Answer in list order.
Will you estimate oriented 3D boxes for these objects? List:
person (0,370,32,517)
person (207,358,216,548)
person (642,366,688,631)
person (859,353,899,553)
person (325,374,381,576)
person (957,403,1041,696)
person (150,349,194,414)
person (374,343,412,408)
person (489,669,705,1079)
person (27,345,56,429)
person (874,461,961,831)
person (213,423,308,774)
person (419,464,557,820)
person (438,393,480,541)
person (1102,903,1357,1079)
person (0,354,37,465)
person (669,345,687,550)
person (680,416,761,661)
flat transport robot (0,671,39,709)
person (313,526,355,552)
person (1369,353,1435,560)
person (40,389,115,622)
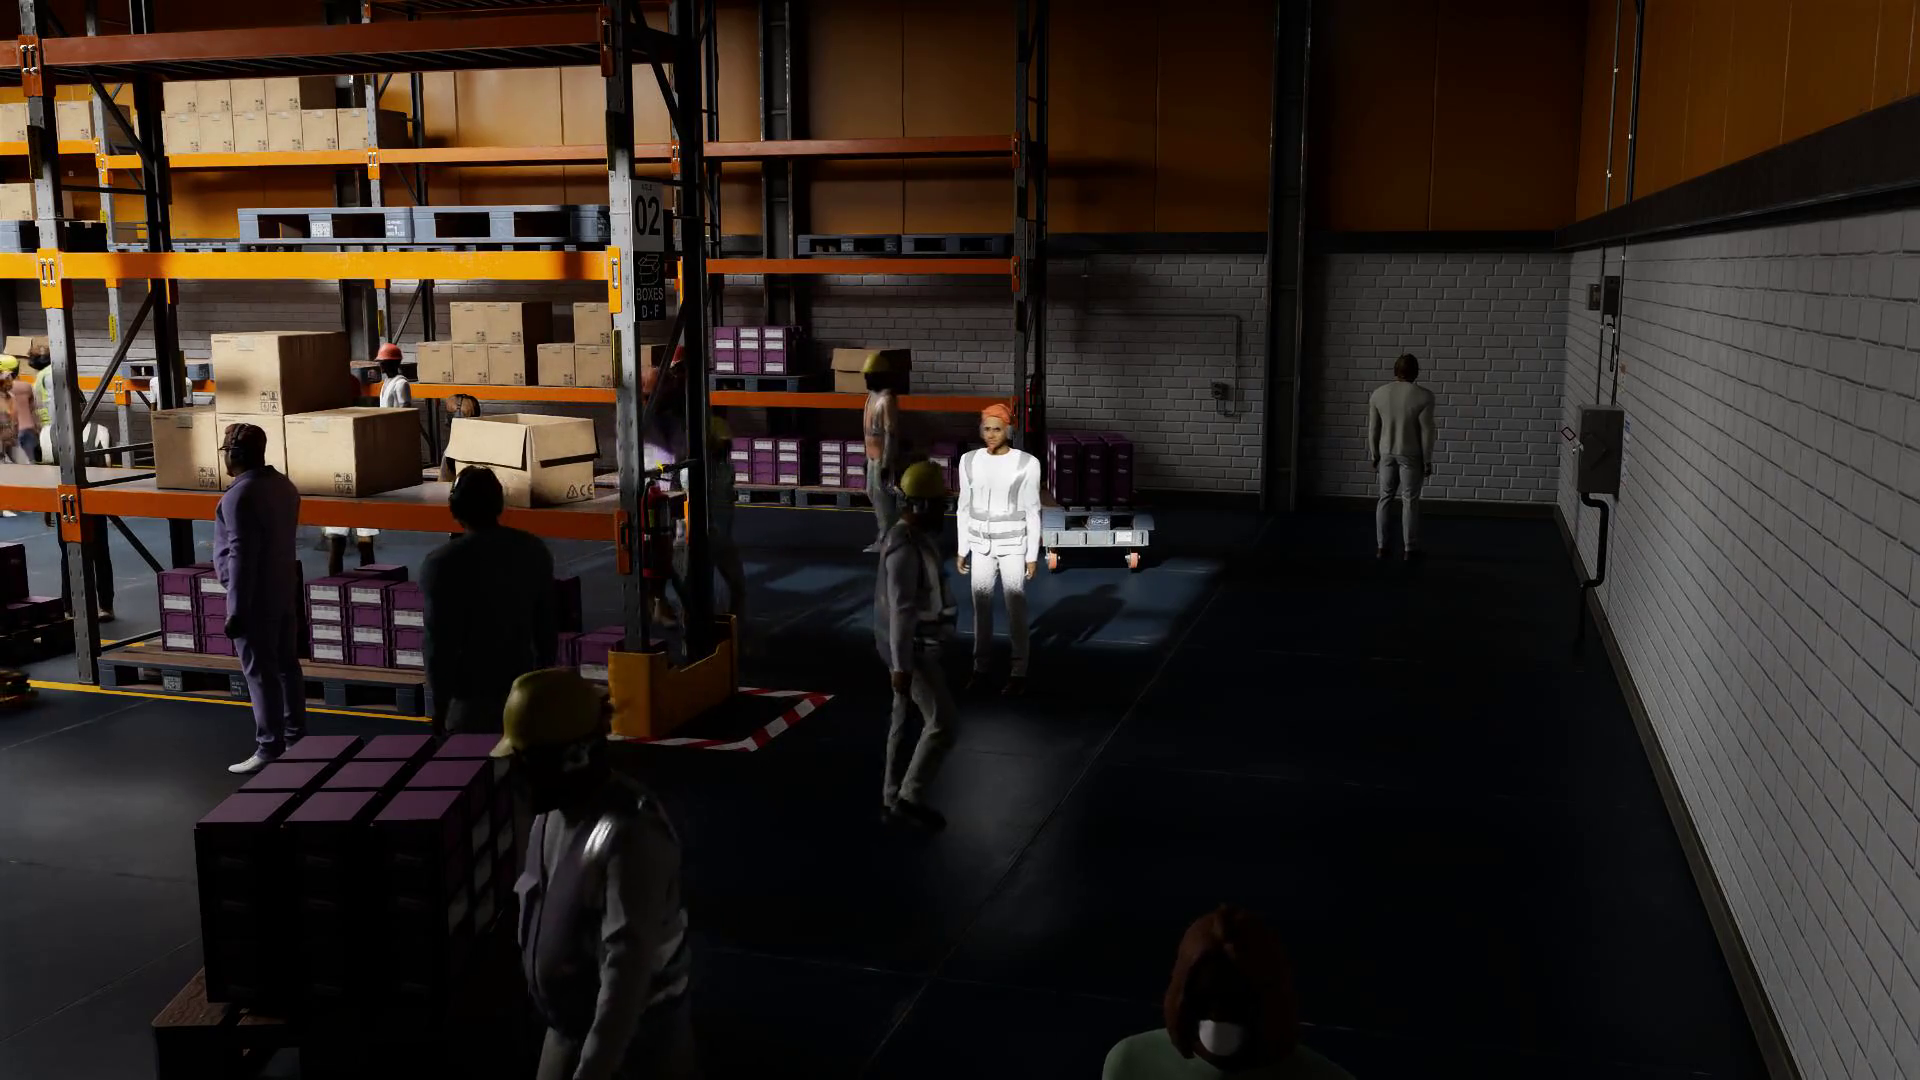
[{"bbox_3d":[-10.432,-1.046,18.197,0.444,1.622,0.528,1,9,5],"label":"person"},{"bbox_3d":[-7.128,-0.941,16.298,0.557,2.000,0.685,-4,10,-21],"label":"person"},{"bbox_3d":[-2.245,-0.304,12.526,0.779,1.998,0.663,6,11,33],"label":"person"},{"bbox_3d":[-0.783,-0.835,16.019,0.373,1.932,0.598,-3,10,-19],"label":"person"},{"bbox_3d":[-4.741,-0.343,12.976,0.552,1.932,0.377,-6,11,-31],"label":"person"},{"bbox_3d":[0.249,0.061,10.689,0.579,1.879,0.348,4,10,25],"label":"person"},{"bbox_3d":[-8.573,-1.164,18.198,0.533,1.864,0.314,1,9,5],"label":"person"},{"bbox_3d":[-6.028,-1.122,17.709,0.356,1.938,0.552,-7,12,-37],"label":"person"},{"bbox_3d":[-0.901,1.192,4.158,0.974,1.765,0.595,-9,13,-44],"label":"person"},{"bbox_3d":[-10.811,-1.399,19.772,0.433,1.828,0.629,-7,12,-38],"label":"person"},{"bbox_3d":[-0.186,0.522,8.057,0.484,1.813,0.616,0,9,3],"label":"person"},{"bbox_3d":[-3.834,0.315,9.056,0.402,1.906,0.652,1,9,3],"label":"person"},{"bbox_3d":[-1.960,0.637,7.065,0.672,1.924,0.632,7,12,38],"label":"person"},{"bbox_3d":[-3.548,-0.133,11.985,0.428,1.844,0.625,0,9,-2],"label":"person"},{"bbox_3d":[0.488,1.442,3.033,0.499,1.628,0.271,4,10,21],"label":"person"},{"bbox_3d":[-10.761,-1.261,19.111,0.501,1.760,0.577,1,9,5],"label":"person"},{"bbox_3d":[-2.695,-0.894,16.159,0.400,1.989,0.623,6,11,33],"label":"person"},{"bbox_3d":[-1.687,0.011,11.491,0.505,1.721,0.702,-9,13,-44],"label":"person"},{"bbox_3d":[-6.547,0.927,10.297,1.431,0.197,0.652,3,10,16],"label":"flat transport robot"},{"bbox_3d":[-6.240,-0.824,16.032,0.543,1.890,0.563,7,12,38],"label":"person"},{"bbox_3d":[4.143,-0.779,15.621,0.629,1.939,0.371,7,12,37],"label":"person"},{"bbox_3d":[-6.778,-0.272,12.816,0.517,1.843,0.326,-3,10,-15],"label":"person"}]
